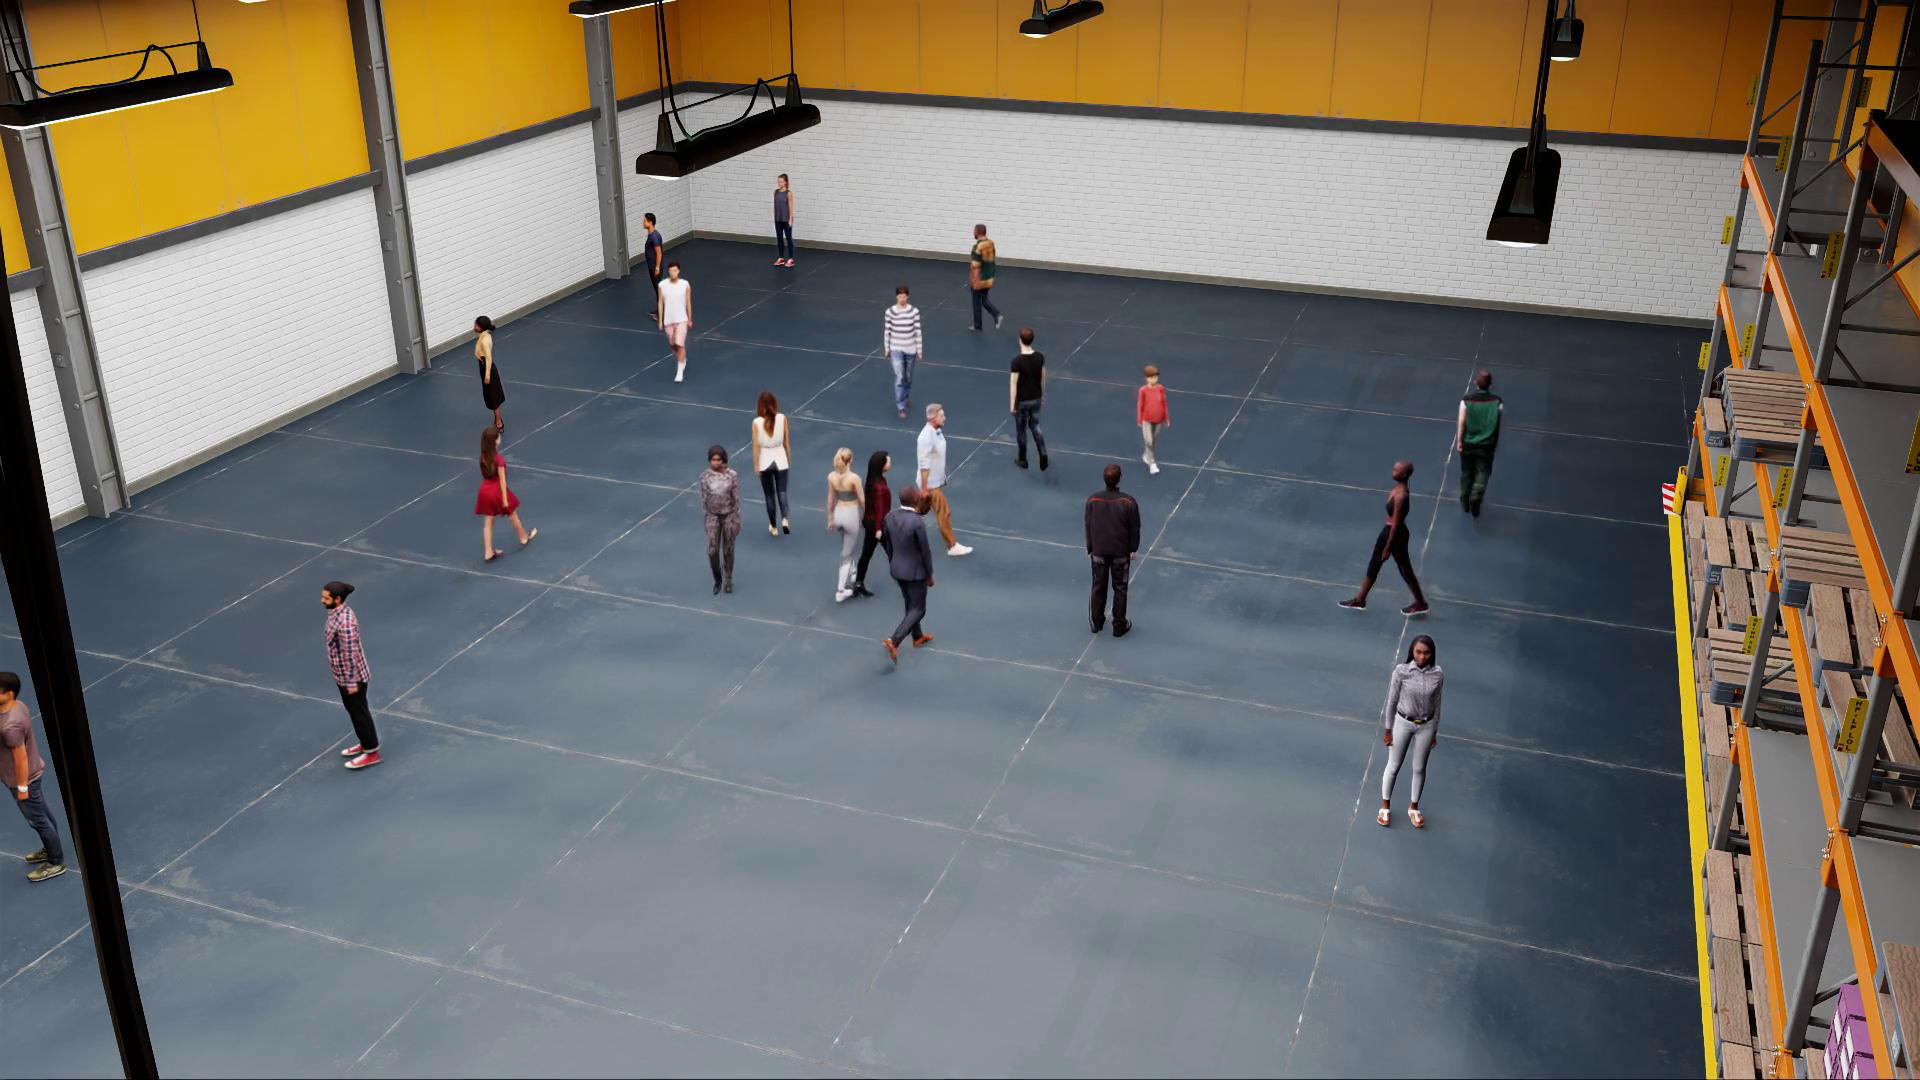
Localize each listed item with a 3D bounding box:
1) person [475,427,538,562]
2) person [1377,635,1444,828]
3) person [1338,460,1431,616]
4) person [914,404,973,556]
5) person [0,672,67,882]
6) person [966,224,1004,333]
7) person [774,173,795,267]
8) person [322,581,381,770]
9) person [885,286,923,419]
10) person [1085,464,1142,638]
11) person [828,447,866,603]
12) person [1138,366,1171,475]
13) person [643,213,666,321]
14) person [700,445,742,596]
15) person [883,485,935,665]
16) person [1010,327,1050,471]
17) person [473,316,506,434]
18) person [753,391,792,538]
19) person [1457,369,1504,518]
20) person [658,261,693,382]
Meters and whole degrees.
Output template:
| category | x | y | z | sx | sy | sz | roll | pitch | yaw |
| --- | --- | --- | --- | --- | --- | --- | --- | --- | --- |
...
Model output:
| category | x | y | z | sx | sy | sz | roll | pitch | yaw |
| --- | --- | --- | --- | --- | --- | --- | --- | --- | --- |
| person | -5.298 | -0.492 | 18.766 | 0.649 | 1.517 | 1.023 | 12 | 27 | 26 |
| person | 3.752 | 1.567 | 13.795 | 0.651 | 1.725 | 0.606 | 2 | 24 | 5 |
| person | 4.637 | 0.028 | 17.336 | 0.862 | 1.710 | 1.169 | 3 | 24 | 7 |
| person | -0.413 | -0.670 | 18.833 | 0.916 | 1.790 | 1.179 | 3 | 24 | 7 |
| person | -7.363 | 1.836 | 13.111 | 0.758 | 1.781 | 0.710 | -12 | 26 | -25 |
| person | 0.422 | -4.226 | 26.958 | 0.889 | 1.796 | 0.924 | 16 | 28 | 32 |
| person | -3.289 | -5.984 | 31.073 | 0.579 | 1.722 | 0.560 | 11 | 26 | 24 |
| person | -5.379 | 1.163 | 14.677 | 0.804 | 1.759 | 0.775 | -15 | 28 | -30 |
| person | -0.796 | -2.688 | 23.432 | 1.032 | 1.803 | 1.287 | -3 | 24 | -6 |
| person | 1.541 | 0.100 | 17.009 | 0.743 | 1.840 | 0.683 | 7 | 24 | 15 |
| person | -1.255 | -0.144 | 17.774 | 0.669 | 1.673 | 0.999 | 13 | 27 | 27 |
| person | 2.454 | -1.574 | 21.405 | 0.860 | 1.385 | 0.989 | -7 | 24 | -15 |
| person | -5.075 | -4.580 | 27.776 | 0.771 | 1.790 | 0.696 | -9 | 25 | -20 |
| person | -2.552 | -0.245 | 17.970 | 0.683 | 1.701 | 0.745 | -2 | 24 | -4 |
| person | -0.531 | 0.344 | 16.495 | 0.964 | 1.803 | 1.154 | 21 | 31 | 40 |
| person | 0.914 | -1.760 | 21.206 | 1.031 | 1.886 | 1.099 | -10 | 26 | -22 |
| person | -6.409 | -2.250 | 22.616 | 0.726 | 1.653 | 0.640 | -6 | 24 | -13 |
| person | -2.140 | -0.834 | 19.230 | 0.804 | 1.771 | 0.878 | -7 | 25 | -16 |
| person | 6.183 | -1.128 | 19.831 | 0.659 | 1.829 | 0.932 | 7 | 25 | 15 |
| person | -4.244 | -3.309 | 24.910 | 0.862 | 1.757 | 1.198 | 2 | 24 | 4 |
